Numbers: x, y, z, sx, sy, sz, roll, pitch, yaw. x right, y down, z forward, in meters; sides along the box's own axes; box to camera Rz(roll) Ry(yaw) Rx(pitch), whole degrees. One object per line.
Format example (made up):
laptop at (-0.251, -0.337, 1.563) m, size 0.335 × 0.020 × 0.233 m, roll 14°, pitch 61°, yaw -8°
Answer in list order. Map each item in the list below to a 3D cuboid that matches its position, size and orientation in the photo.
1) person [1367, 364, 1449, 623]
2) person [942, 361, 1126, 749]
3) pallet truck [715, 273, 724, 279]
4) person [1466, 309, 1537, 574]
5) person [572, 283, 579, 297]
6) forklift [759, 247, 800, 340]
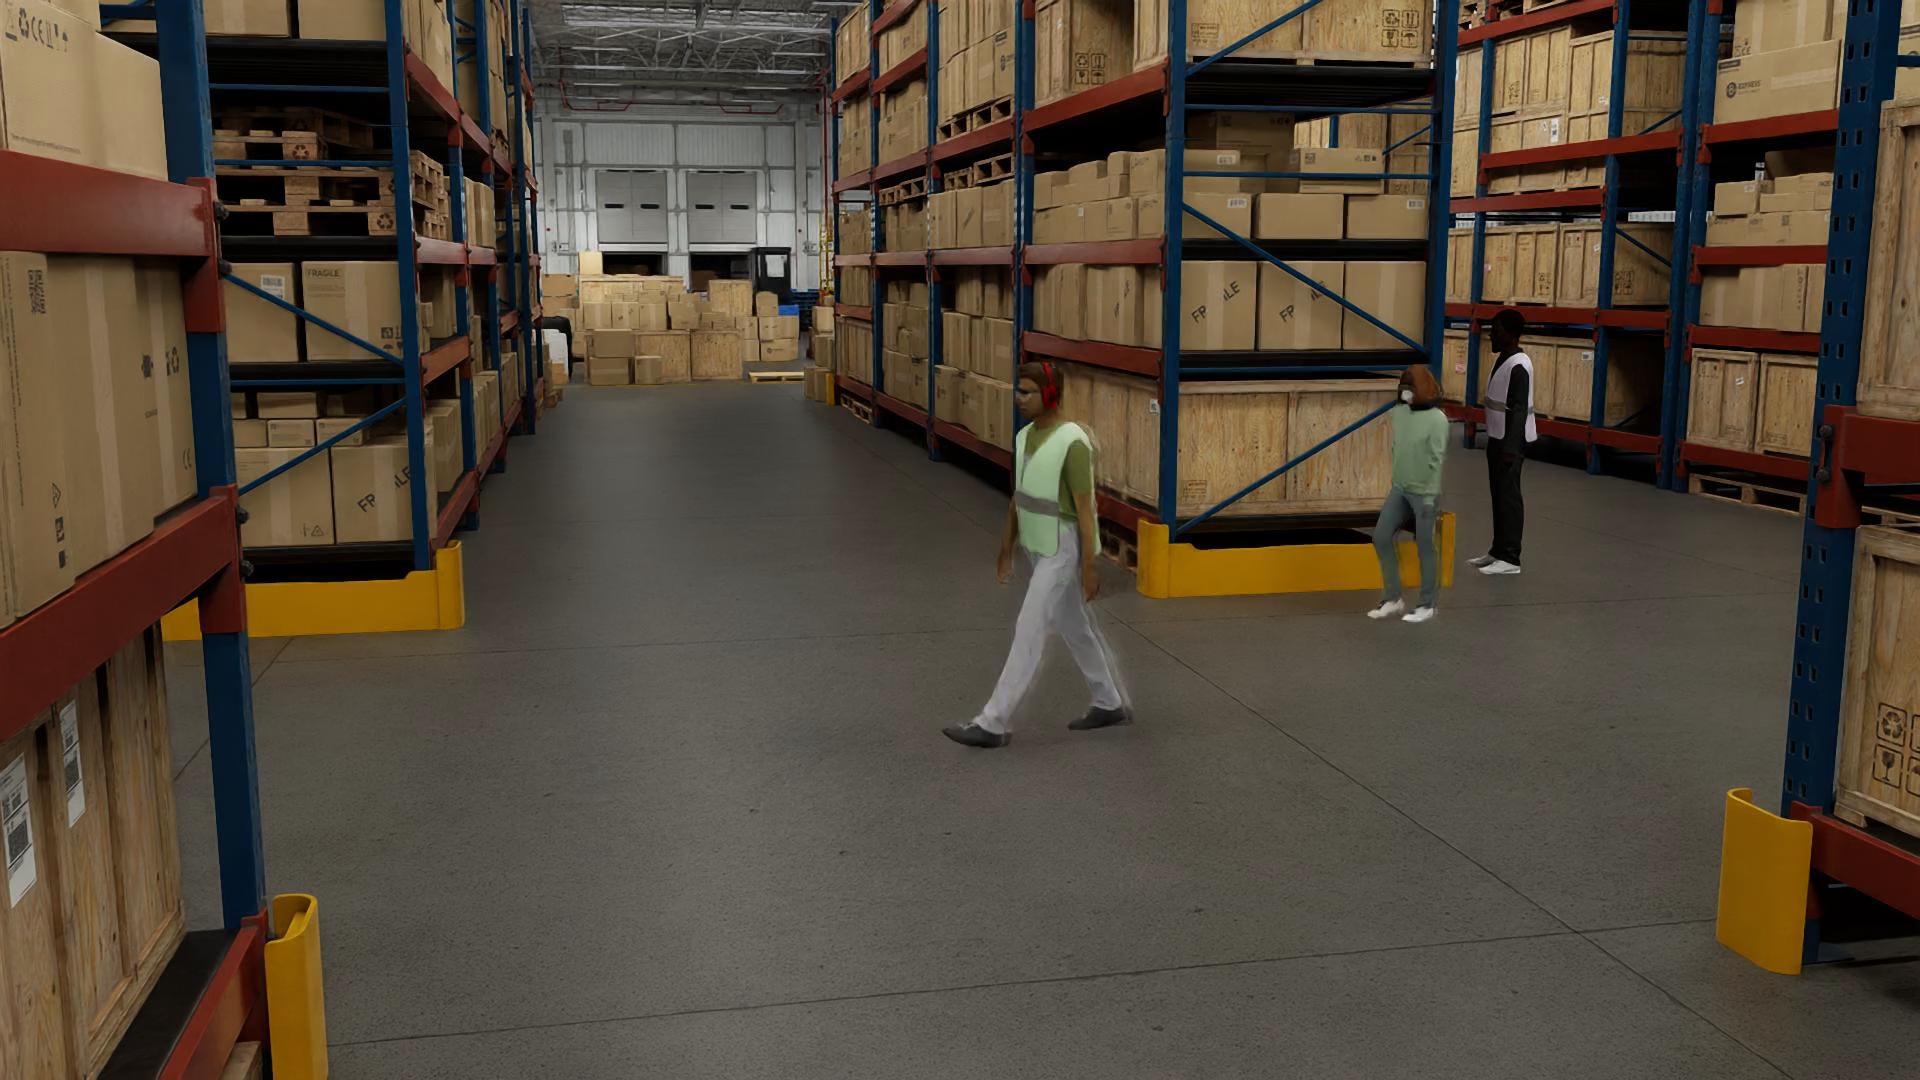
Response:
person at (2.769, -0.276, 10.302) m, size 0.545 × 1.614 × 0.513 m, roll -5°, pitch 10°, yaw -27°
person at (0.387, 0.062, 7.763) m, size 1.001 × 1.790 × 0.599 m, roll -4°, pitch 10°, yaw -22°
pallet truck at (-8.580, -8.986, 62.280) m, size 1.885 × 1.965 × 0.823 m, roll 1°, pitch 9°, yaw 5°
person at (3.971, -0.712, 12.088) m, size 0.391 × 1.920 × 0.593 m, roll 1°, pitch 9°, yaw 4°
person at (-15.223, -9.425, 66.163) m, size 0.849 × 1.592 × 0.527 m, roll -3°, pitch 10°, yaw -19°
forklift at (-5.544, -7.433, 50.130) m, size 1.129 × 2.768 × 1.873 m, roll -3°, pitch 10°, yaw -18°
